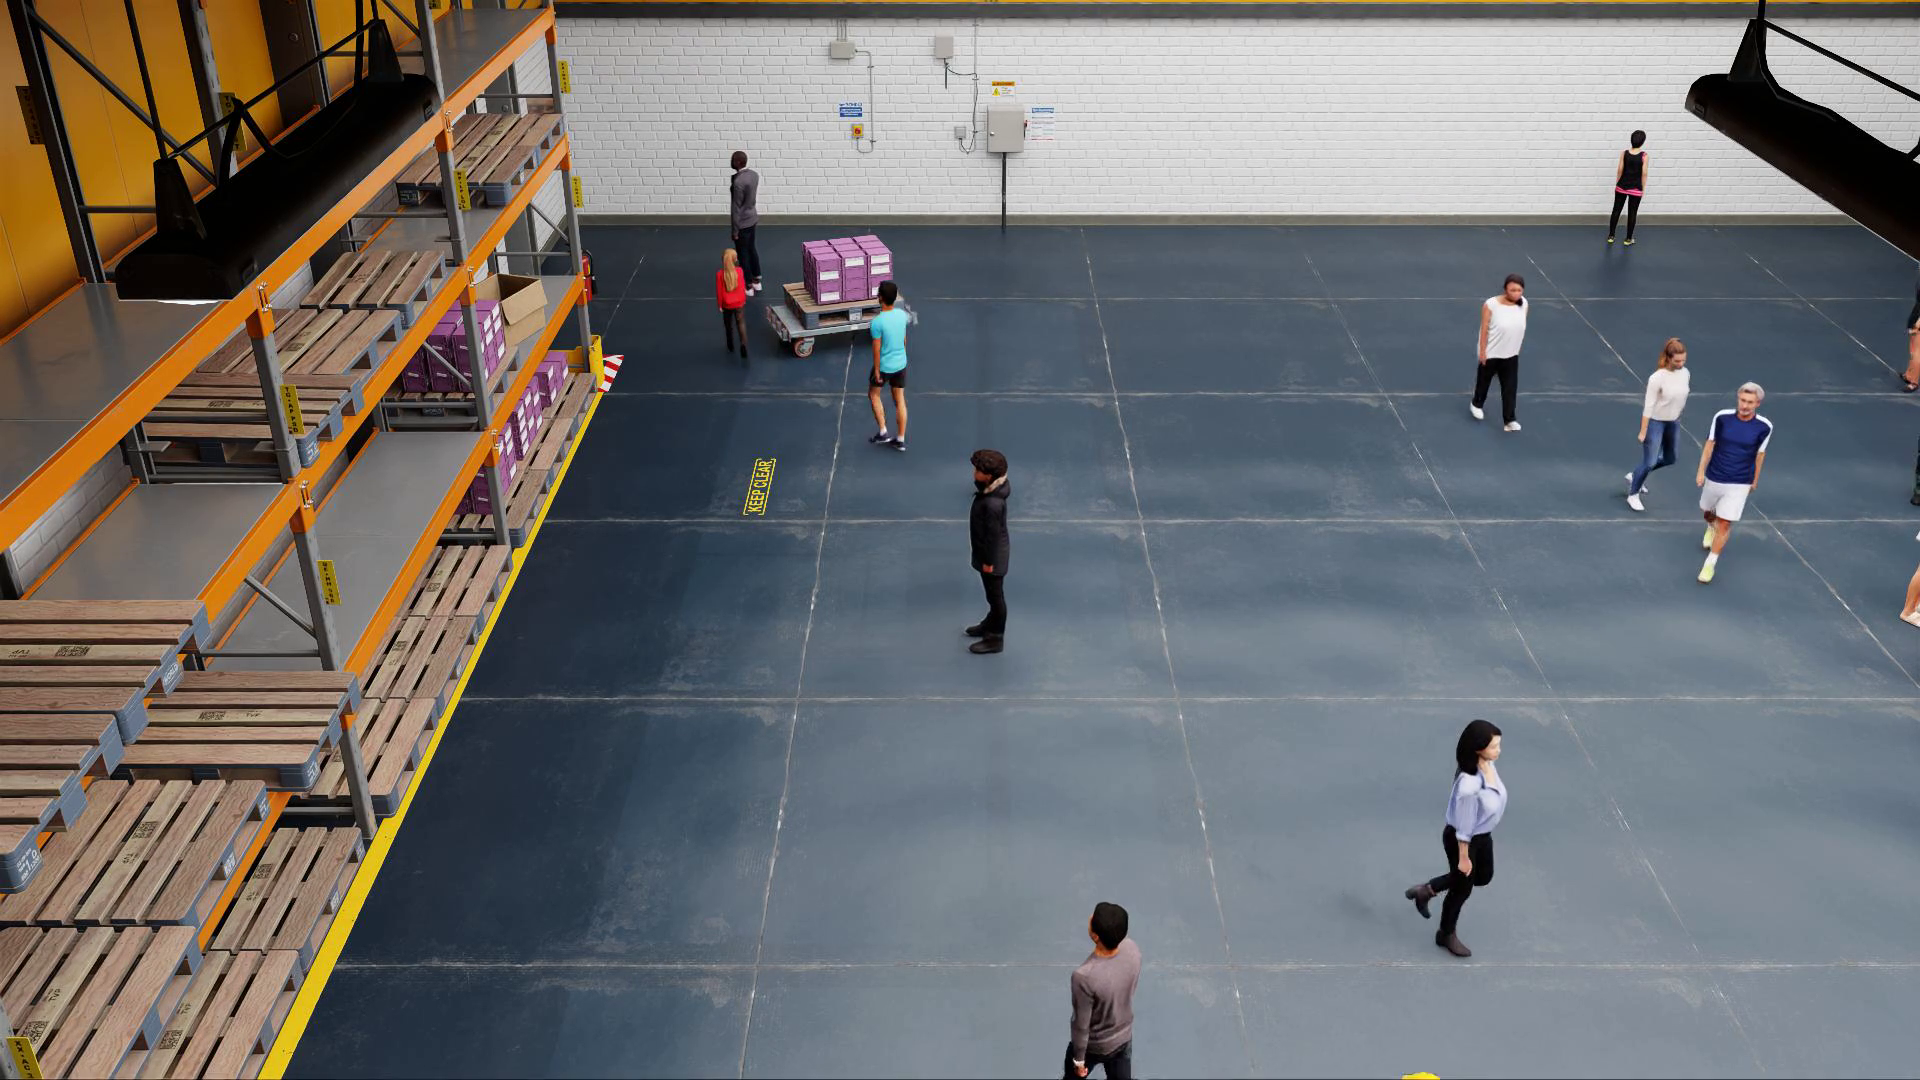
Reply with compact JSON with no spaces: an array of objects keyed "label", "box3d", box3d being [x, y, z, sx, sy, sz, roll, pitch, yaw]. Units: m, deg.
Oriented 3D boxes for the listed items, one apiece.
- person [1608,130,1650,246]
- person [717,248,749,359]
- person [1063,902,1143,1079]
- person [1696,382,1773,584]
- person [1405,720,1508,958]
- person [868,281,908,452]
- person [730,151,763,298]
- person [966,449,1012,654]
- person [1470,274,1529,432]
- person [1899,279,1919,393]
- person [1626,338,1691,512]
[{"label":"person","box3d":[9.113,-4.809,22.634,0.623,1.552,0.663,20,34,32]},{"label":"person","box3d":[-2.585,-2.690,19.049,0.630,1.265,0.871,-9,30,-16]},{"label":"person","box3d":[0.815,2.675,8.734,1.074,1.724,1.245,-12,31,-21]},{"label":"person","box3d":[6.758,-0.577,14.602,1.050,1.813,1.231,18,33,29]},{"label":"person","box3d":[3.046,1.833,10.267,0.899,1.733,0.842,19,34,30]},{"label":"person","box3d":[-0.643,-1.715,16.744,0.754,1.760,0.803,-19,34,-31]},{"label":"person","box3d":[-2.681,-3.961,20.804,0.824,1.815,0.630,8,30,15]},{"label":"person","box3d":[0.262,0.078,13.442,0.697,1.774,0.523,-3,29,-5]},{"label":"person","box3d":[5.615,-1.996,17.375,0.743,1.649,1.087,-4,29,-7]},{"label":"person","box3d":[10.568,-2.461,18.215,0.839,1.661,0.622,15,32,26]},{"label":"person","box3d":[6.558,-1.084,15.642,0.764,1.707,0.811,-15,32,-25]}]
